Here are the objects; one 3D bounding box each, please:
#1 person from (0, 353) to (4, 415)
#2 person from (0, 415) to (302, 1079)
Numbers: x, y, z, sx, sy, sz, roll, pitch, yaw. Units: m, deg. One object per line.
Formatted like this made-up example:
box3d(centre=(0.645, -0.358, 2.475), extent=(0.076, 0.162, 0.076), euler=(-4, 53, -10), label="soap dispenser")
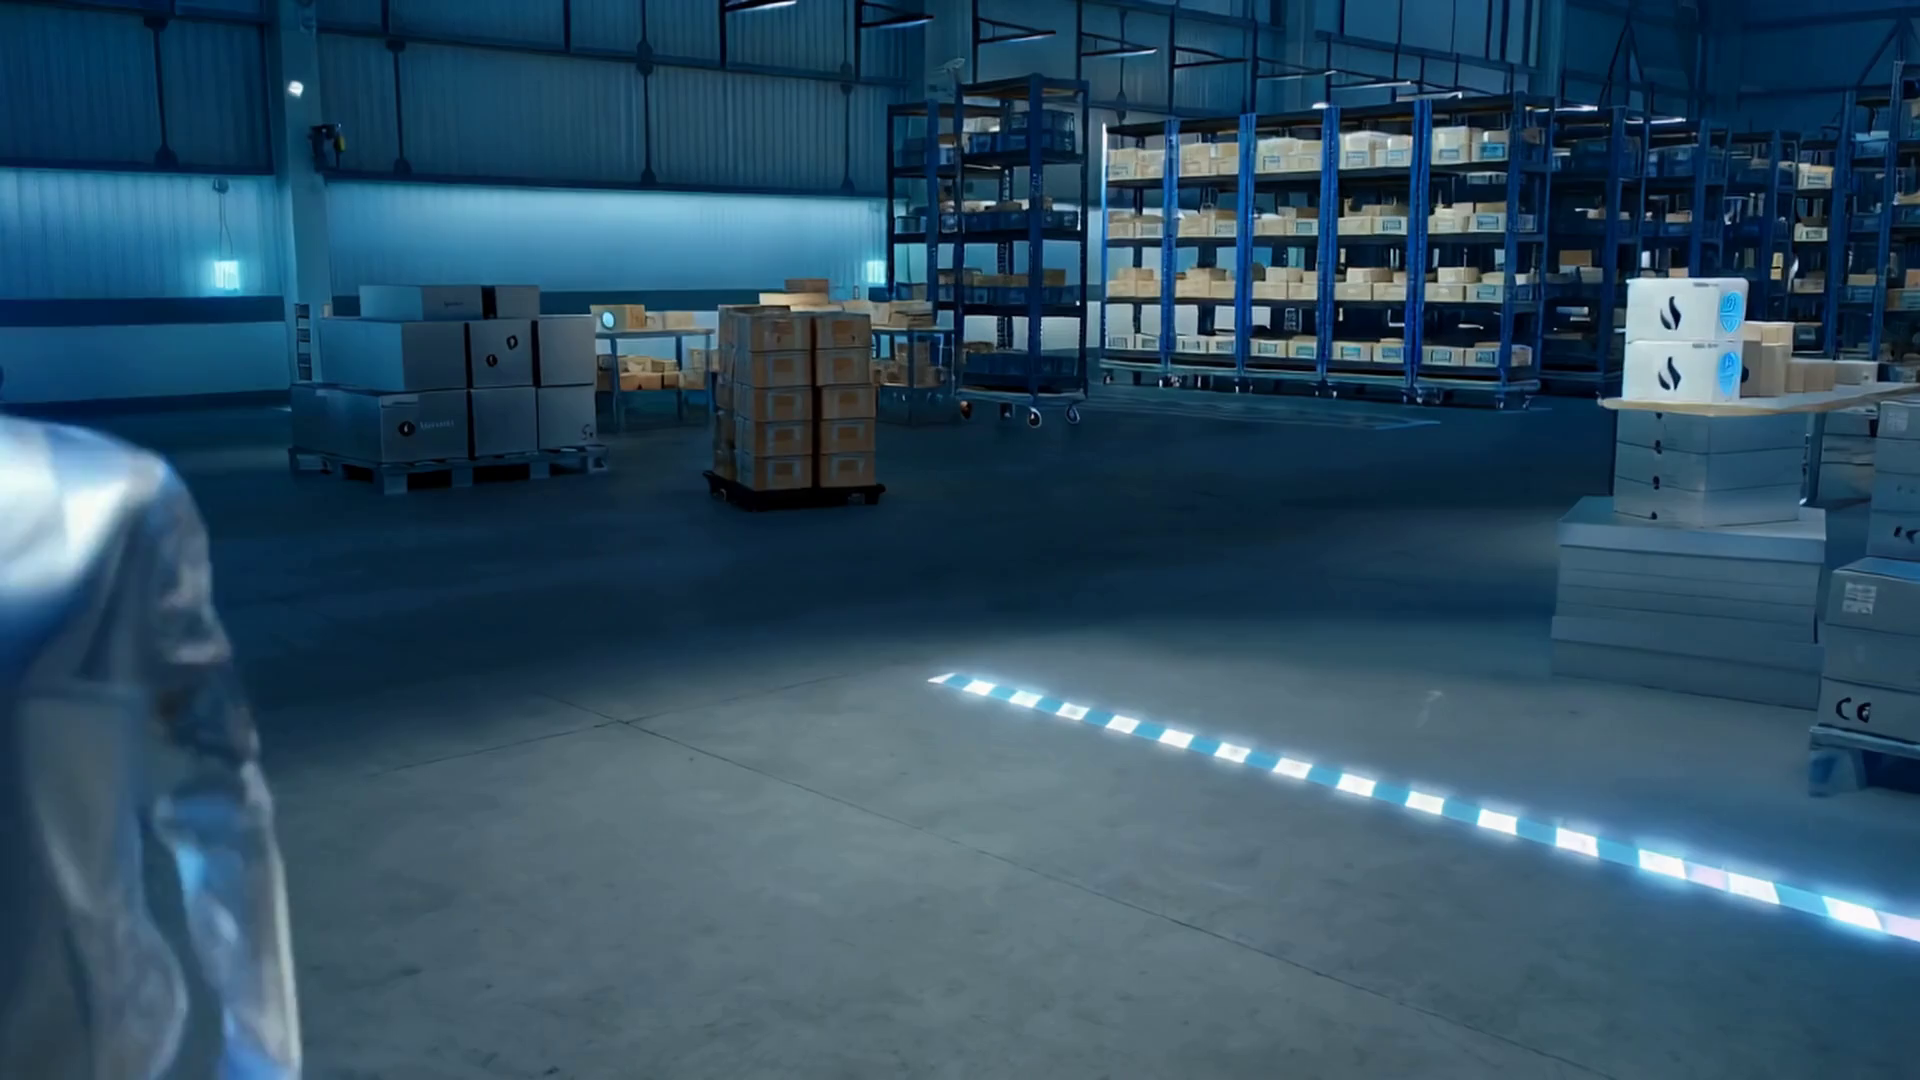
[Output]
box3d(centre=(-5.544, -0.777, 9.071), extent=(0.605, 1.951, 0.380), euler=(-3, 10, -16), label="person")
box3d(centre=(-0.909, 0.512, 1.521), extent=(0.558, 1.873, 1.029), euler=(-8, 12, -41), label="person")
